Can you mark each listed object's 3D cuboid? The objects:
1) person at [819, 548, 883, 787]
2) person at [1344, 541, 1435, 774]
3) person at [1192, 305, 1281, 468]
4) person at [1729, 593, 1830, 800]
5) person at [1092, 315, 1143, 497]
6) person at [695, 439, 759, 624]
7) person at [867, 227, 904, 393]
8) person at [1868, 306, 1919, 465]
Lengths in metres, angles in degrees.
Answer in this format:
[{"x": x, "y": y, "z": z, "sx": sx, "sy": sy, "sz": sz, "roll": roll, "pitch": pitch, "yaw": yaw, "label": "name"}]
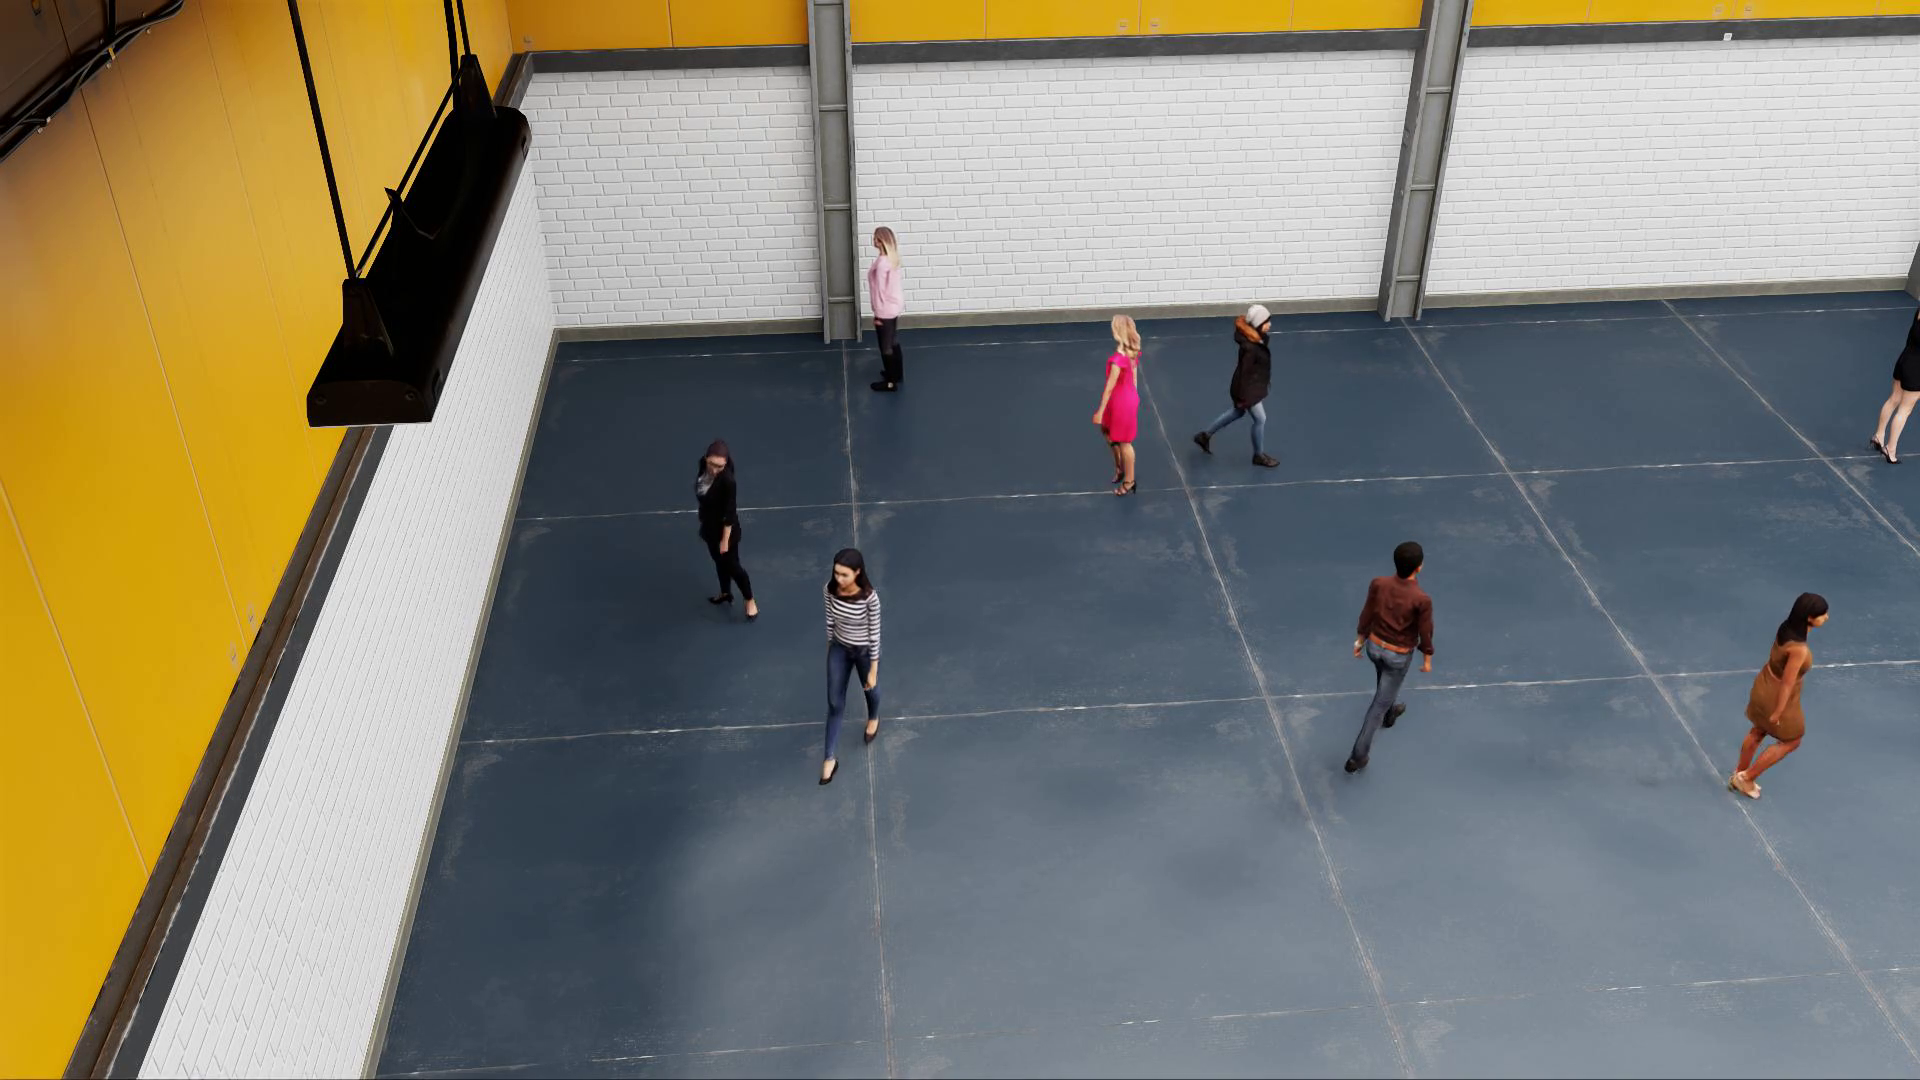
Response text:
[{"x": -0.678, "y": 0.775, "z": 11.549, "sx": 1.115, "sy": 1.755, "sz": 0.942, "roll": 10, "pitch": 35, "yaw": 15, "label": "person"}, {"x": 2.927, "y": 0.840, "z": 11.471, "sx": 1.157, "sy": 1.732, "sz": 1.234, "roll": 27, "pitch": 42, "yaw": 34, "label": "person"}, {"x": 2.513, "y": -1.386, "z": 14.935, "sx": 1.115, "sy": 1.604, "sz": 0.809, "roll": 5, "pitch": 34, "yaw": 8, "label": "person"}, {"x": 5.424, "y": 1.050, "z": 11.204, "sx": 0.659, "sy": 1.679, "sz": 0.642, "roll": 7, "pitch": 34, "yaw": 10, "label": "person"}, {"x": 1.505, "y": -1.143, "z": 14.470, "sx": 0.741, "sy": 1.715, "sz": 0.705, "roll": 10, "pitch": 35, "yaw": 15, "label": "person"}, {"x": -1.883, "y": -0.128, "z": 13.021, "sx": 0.767, "sy": 1.628, "sz": 0.789, "roll": -11, "pitch": 35, "yaw": -16, "label": "person"}, {"x": -0.687, "y": -2.246, "z": 16.157, "sx": 0.641, "sy": 1.685, "sz": 0.657, "roll": 7, "pitch": 34, "yaw": 11, "label": "person"}, {"x": 8.607, "y": -1.532, "z": 15.007, "sx": 0.541, "sy": 1.769, "sz": 0.588, "roll": 1, "pitch": 34, "yaw": 2, "label": "person"}]
